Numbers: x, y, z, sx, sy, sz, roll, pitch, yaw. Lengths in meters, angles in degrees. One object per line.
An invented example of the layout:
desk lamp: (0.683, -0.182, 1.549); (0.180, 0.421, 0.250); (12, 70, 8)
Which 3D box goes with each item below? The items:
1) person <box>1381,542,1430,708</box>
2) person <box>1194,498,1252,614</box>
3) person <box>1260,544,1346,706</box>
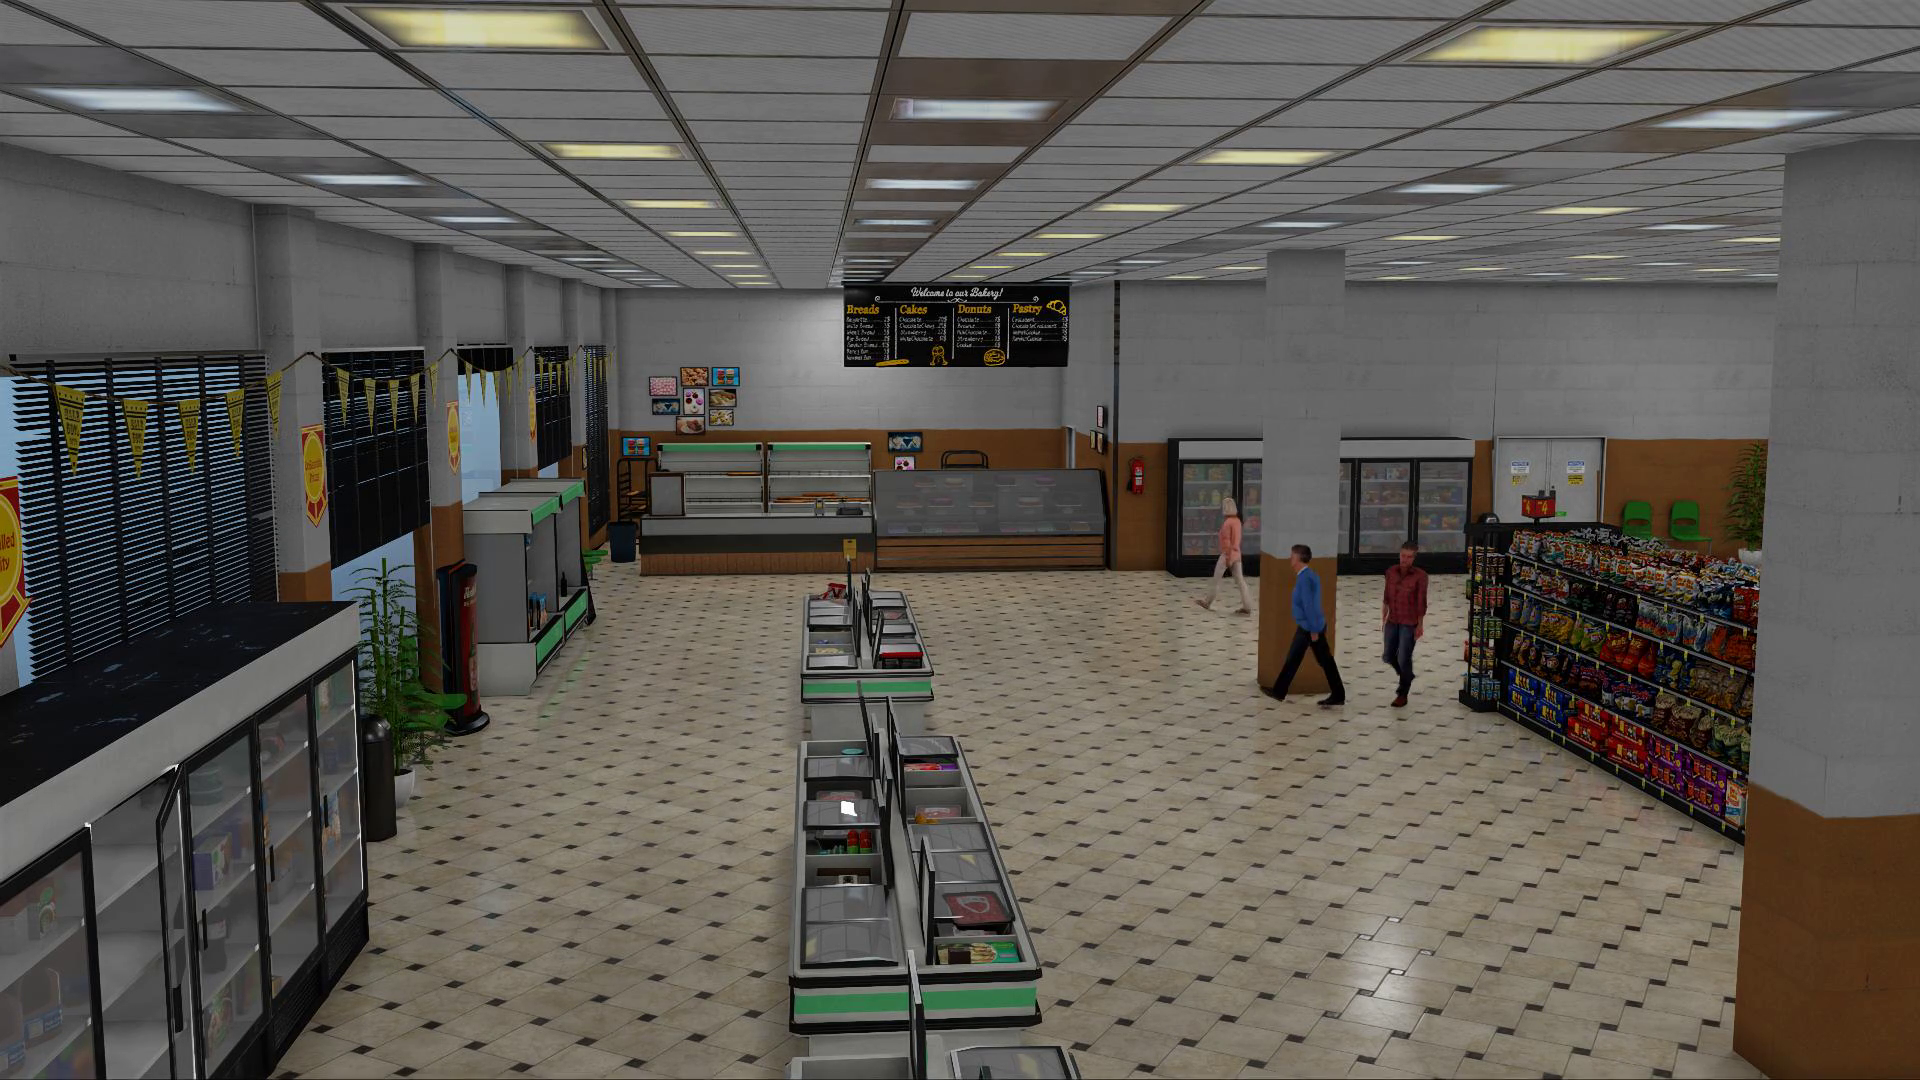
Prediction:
person: (4.920, 0.913, 18.258); (1.003, 1.808, 0.952); (-6, 9, -43)
person: (4.012, 0.264, 24.175); (1.121, 1.676, 1.113); (5, 8, 35)
person: (3.892, 0.969, 18.039); (1.085, 1.749, 1.191); (3, 7, 20)
